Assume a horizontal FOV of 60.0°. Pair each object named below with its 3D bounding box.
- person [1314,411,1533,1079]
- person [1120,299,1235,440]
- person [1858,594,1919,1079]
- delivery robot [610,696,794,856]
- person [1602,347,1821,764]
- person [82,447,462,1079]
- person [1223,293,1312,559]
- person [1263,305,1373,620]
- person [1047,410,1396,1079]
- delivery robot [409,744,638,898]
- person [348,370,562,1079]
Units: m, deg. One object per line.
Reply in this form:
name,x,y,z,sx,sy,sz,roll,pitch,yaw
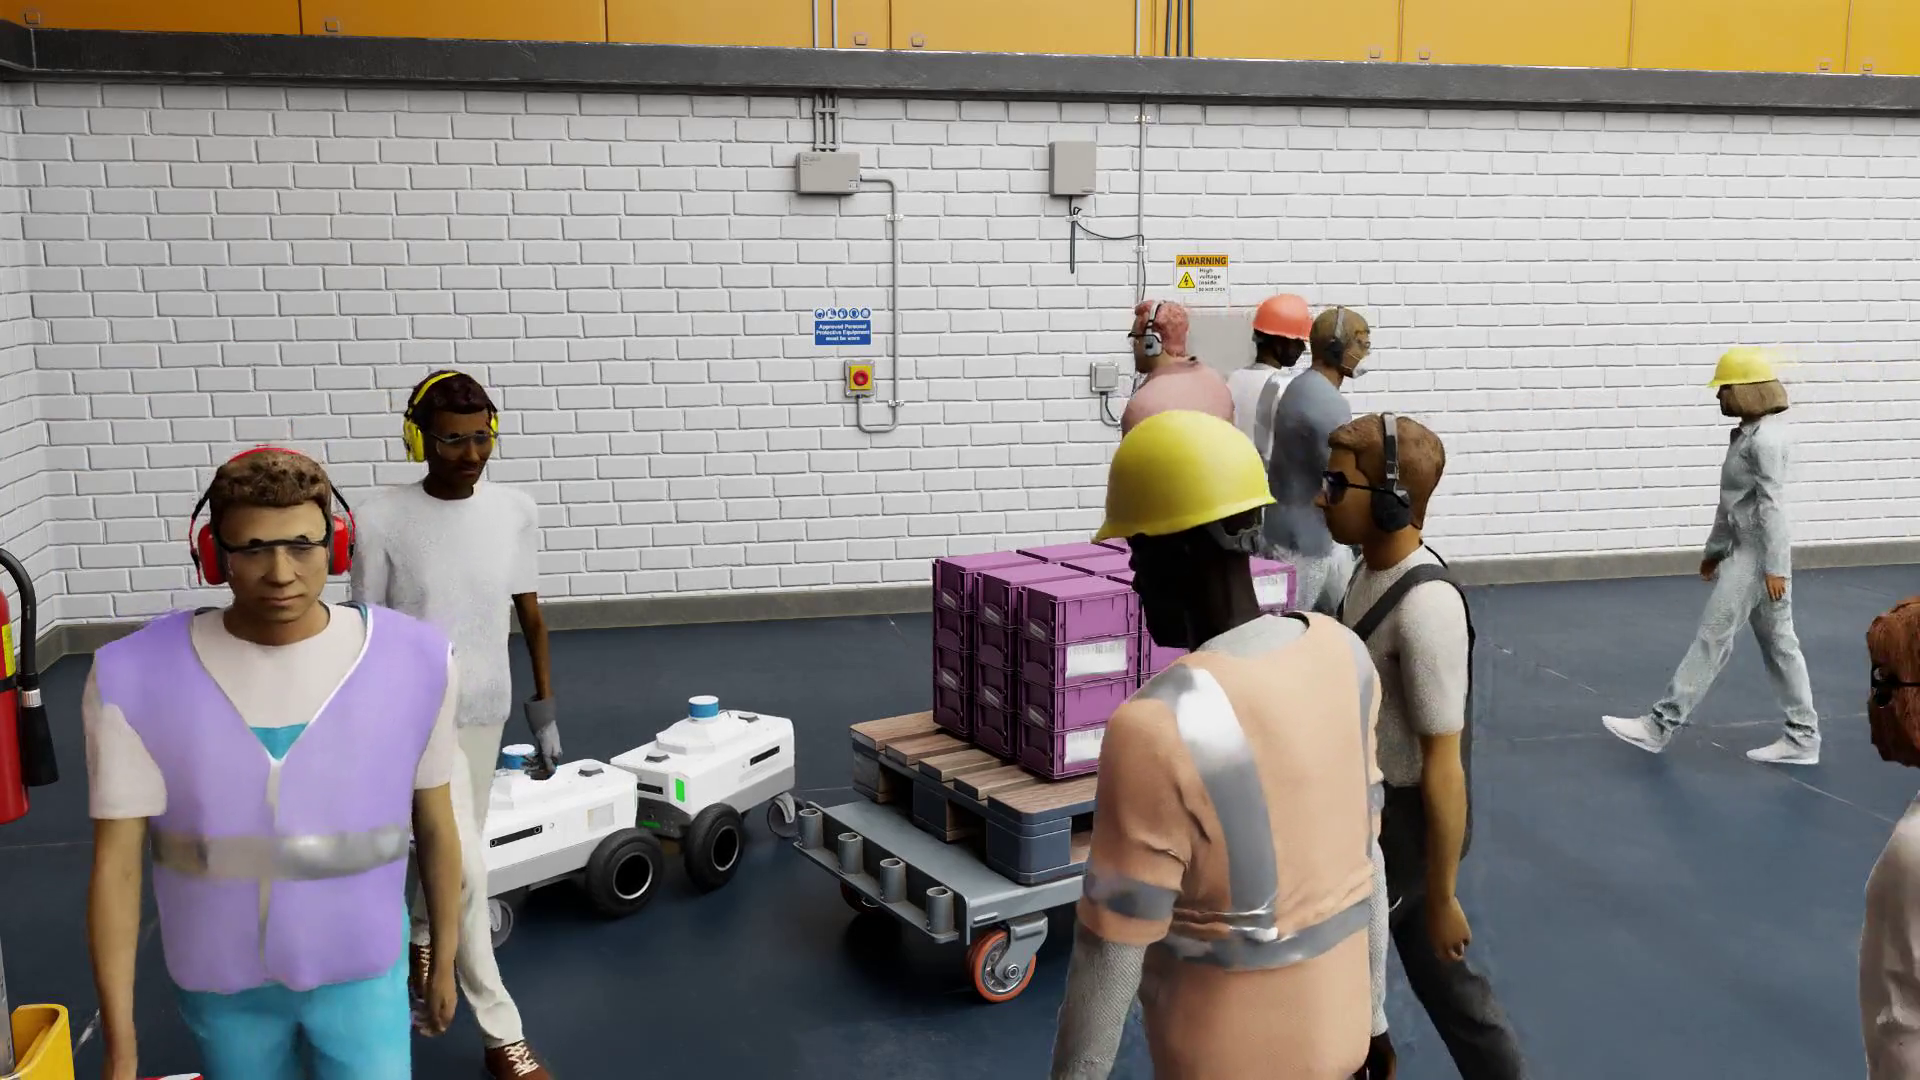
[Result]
person,0.876,0.624,3.484,0.991,1.796,0.505,2,10,10
person,0.843,-0.005,6.647,0.415,1.896,0.692,8,13,38
person,1.580,0.875,2.567,0.531,1.605,0.694,-9,13,-40
delivery robot,-0.880,0.782,5.753,0.477,0.478,0.707,5,11,27
person,3.128,0.068,6.785,0.876,1.691,0.503,4,11,21
person,-1.075,0.762,2.682,0.573,1.802,0.895,-3,11,-18
person,1.258,-0.131,7.335,0.763,1.908,0.545,-4,11,-23
person,1.424,0.019,6.578,1.072,1.874,0.620,2,10,8
person,0.341,0.738,2.592,0.974,1.870,0.606,9,13,40
delivery robot,-1.370,0.883,5.198,0.477,0.478,0.707,9,14,43
person,-1.343,0.451,4.355,0.564,1.817,0.965,-9,14,-41
